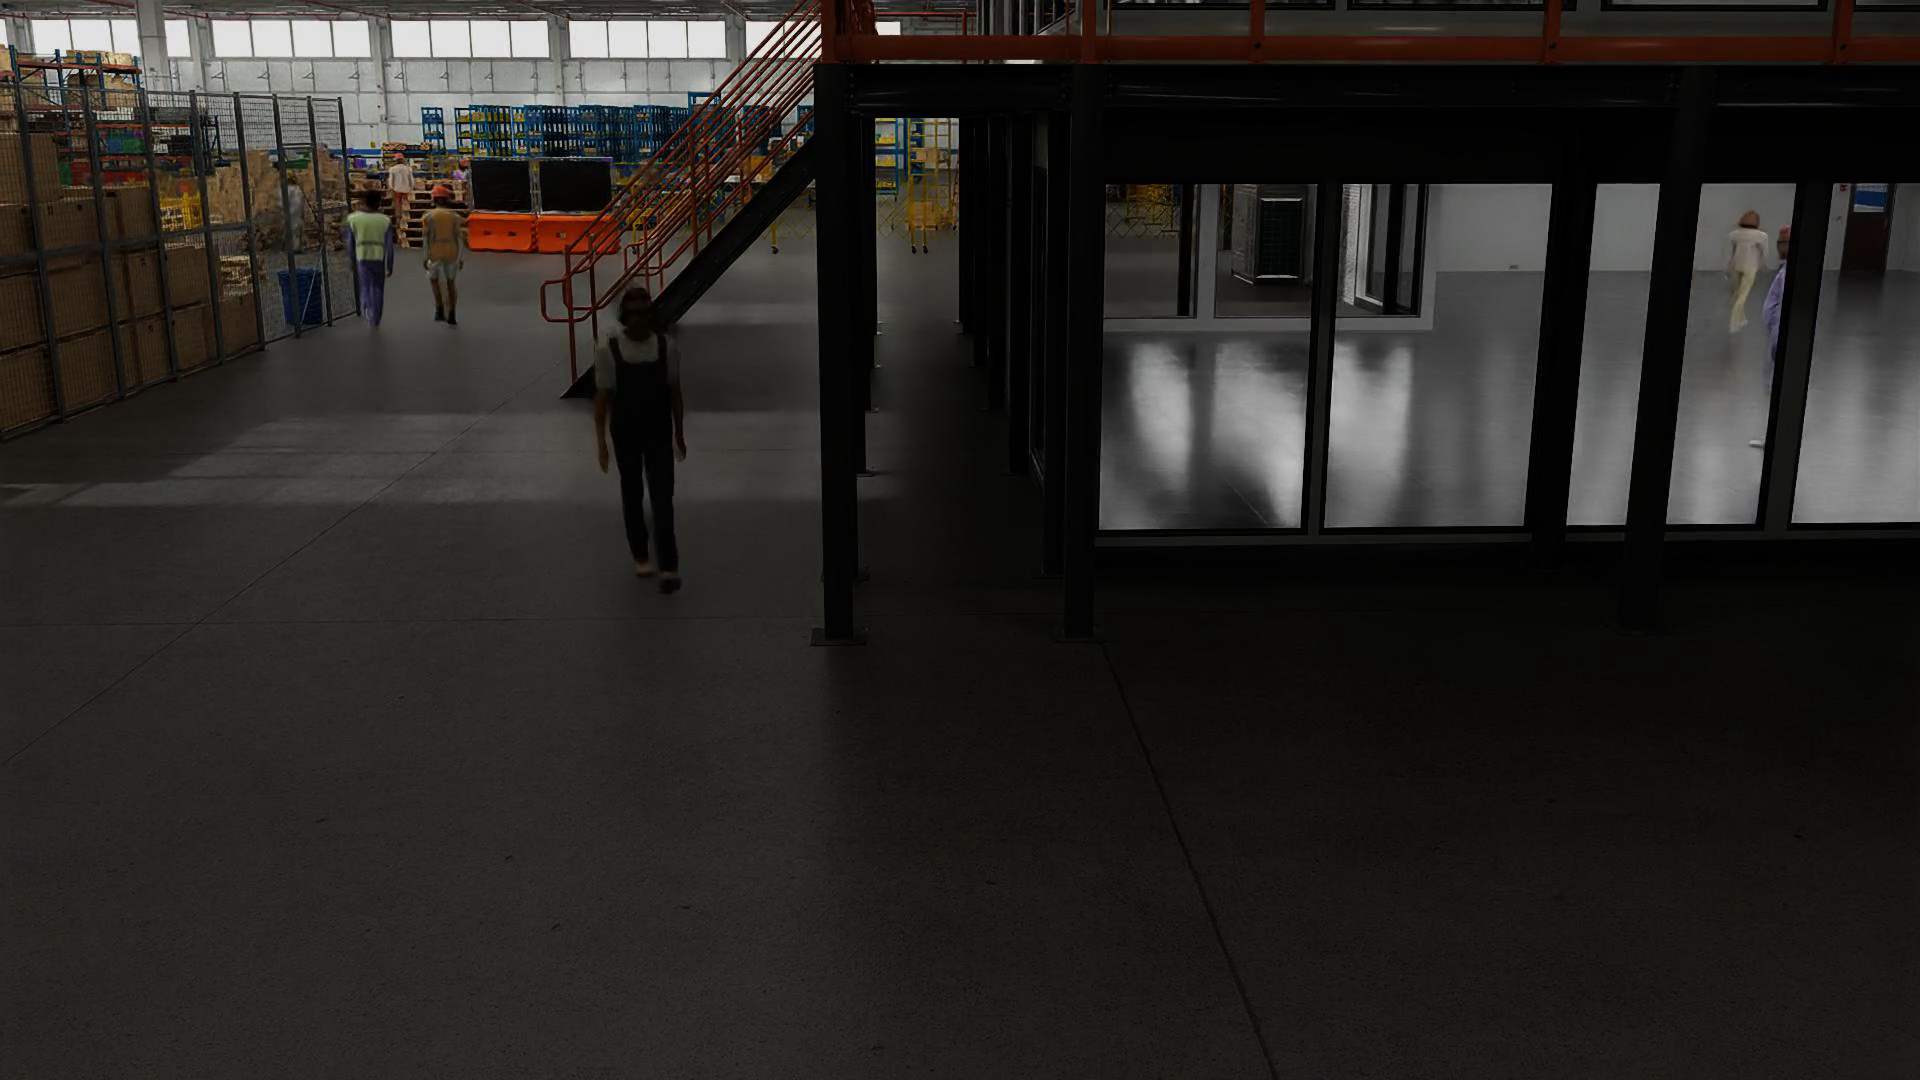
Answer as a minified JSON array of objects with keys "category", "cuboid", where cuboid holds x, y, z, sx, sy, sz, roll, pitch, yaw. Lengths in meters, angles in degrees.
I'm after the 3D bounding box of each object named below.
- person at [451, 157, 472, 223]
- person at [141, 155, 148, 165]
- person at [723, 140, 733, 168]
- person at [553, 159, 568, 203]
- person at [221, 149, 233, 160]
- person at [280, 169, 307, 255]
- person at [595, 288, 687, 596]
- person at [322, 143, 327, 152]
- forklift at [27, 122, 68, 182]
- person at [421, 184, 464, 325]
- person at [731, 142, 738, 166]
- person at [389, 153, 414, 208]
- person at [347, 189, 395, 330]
[{"category":"person","cuboid":[-13.095,-9.118,43.812,0.541,1.898,0.927,-5,15,-20]},{"category":"person","cuboid":[-40.545,-18.938,82.912,0.389,1.949,0.604,11,18,37]},{"category":"person","cuboid":[-10.447,-17.056,75.270,0.831,2.018,0.613,8,16,29]},{"category":"person","cuboid":[-14.082,-12.637,58.462,0.519,1.590,0.818,4,15,16]},{"category":"person","cuboid":[-29.297,-14.805,66.725,0.915,1.778,0.619,7,16,25]},{"category":"person","cuboid":[-14.216,-6.958,35.319,0.534,1.819,0.599,2,14,8]},{"category":"person","cuboid":[-1.877,-0.584,9.856,0.537,1.793,0.979,-4,15,-16]},{"category":"person","cuboid":[-34.923,-20.921,91.324,0.875,1.717,0.570,-12,18,-39]},{"category":"forklift","cuboid":[-35.376,-14.773,64.377,1.129,2.768,1.873,-1,14,-2]},{"category":"person","cuboid":[-7.199,-3.965,23.133,0.584,1.913,0.629,-8,16,-29]},{"category":"person","cuboid":[-11.603,-19.549,85.565,0.386,1.845,0.568,2,14,8]},{"category":"person","cuboid":[-14.870,-9.303,44.331,0.613,1.991,0.401,-6,15,-23]},{"category":"person","cuboid":[-7.899,-3.750,22.321,0.628,1.891,0.626,-4,15,-15]}]
